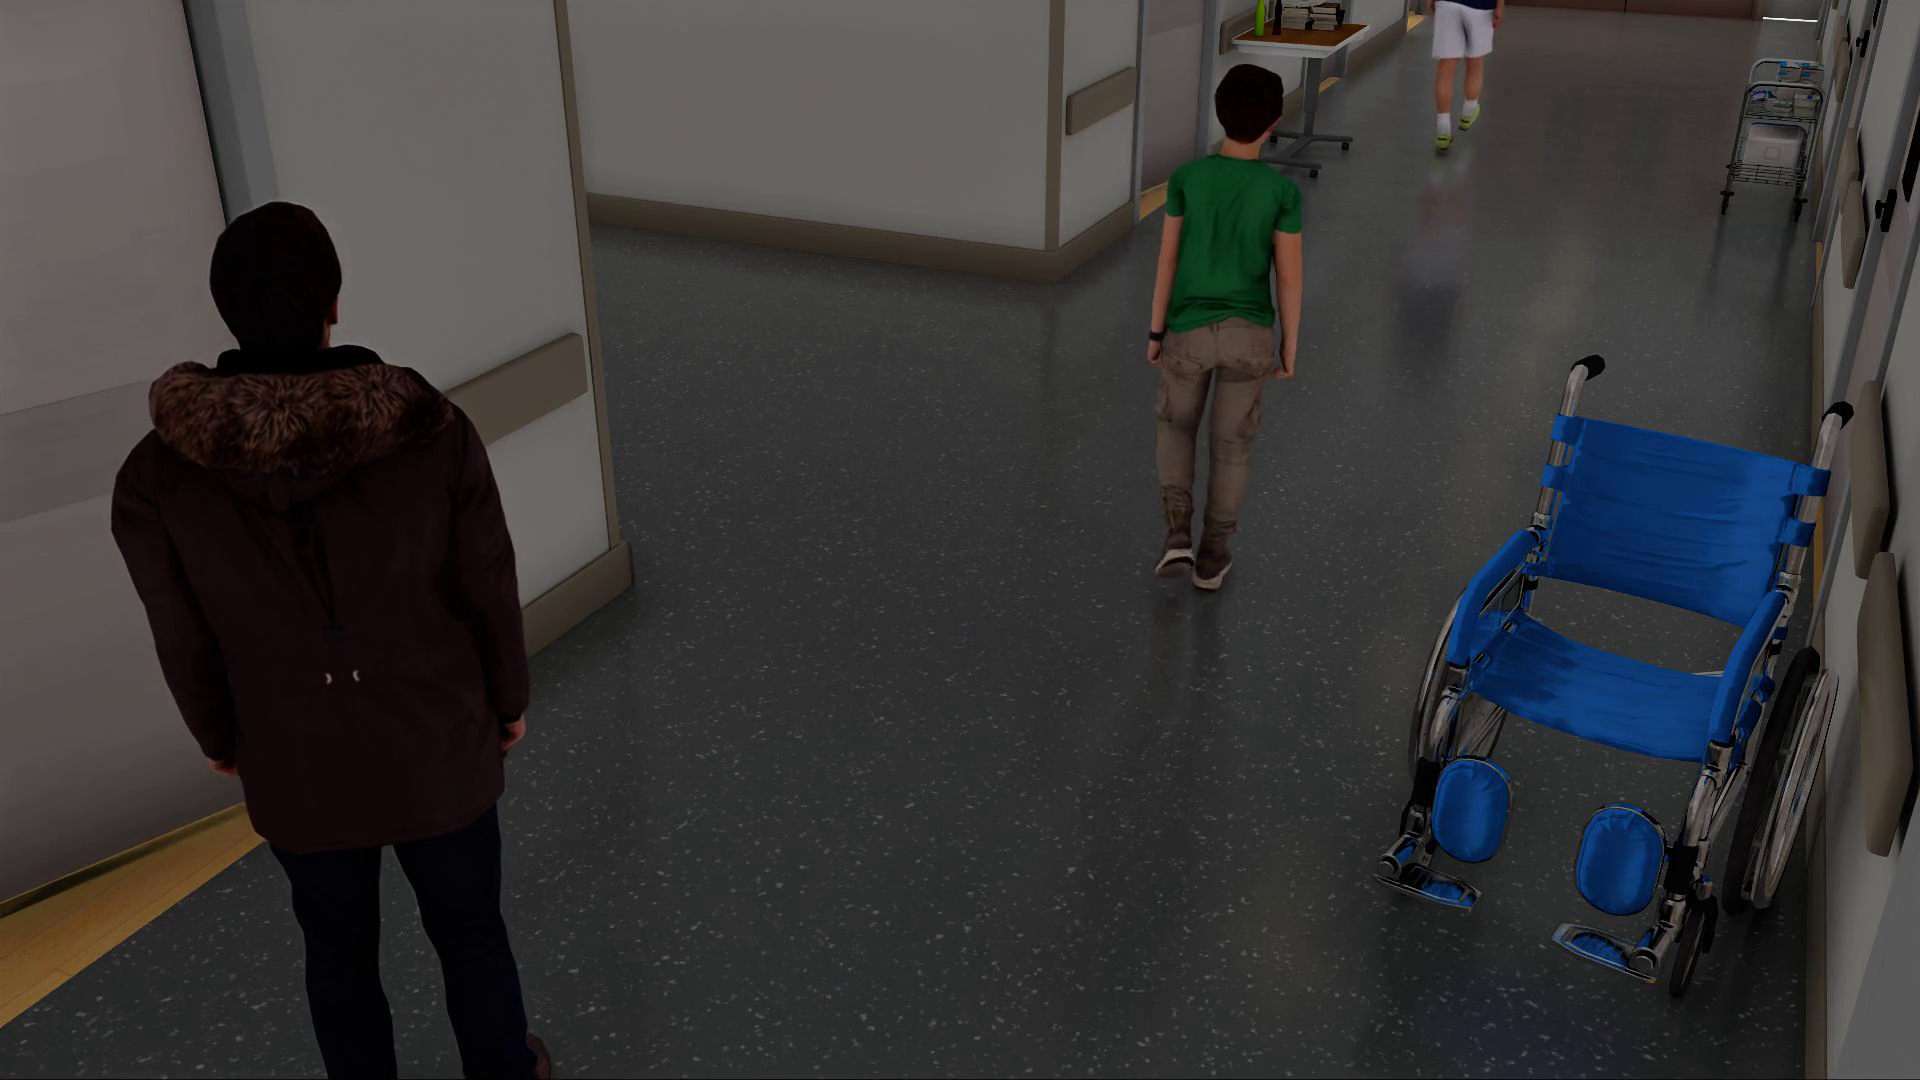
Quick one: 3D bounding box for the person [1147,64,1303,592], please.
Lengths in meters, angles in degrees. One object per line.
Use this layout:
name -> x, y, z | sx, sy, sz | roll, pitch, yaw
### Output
person -> 0.769, -0.574, 4.996 | 0.668, 1.645, 0.772 | 7, 27, 14

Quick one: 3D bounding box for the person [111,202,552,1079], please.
person -> -1.026, 0.337, 2.874 | 0.873, 1.848, 0.907 | -6, 26, -12

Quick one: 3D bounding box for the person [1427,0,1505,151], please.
person -> 3.258, -3.435, 10.750 | 0.727, 1.801, 1.103 | 9, 27, 18
